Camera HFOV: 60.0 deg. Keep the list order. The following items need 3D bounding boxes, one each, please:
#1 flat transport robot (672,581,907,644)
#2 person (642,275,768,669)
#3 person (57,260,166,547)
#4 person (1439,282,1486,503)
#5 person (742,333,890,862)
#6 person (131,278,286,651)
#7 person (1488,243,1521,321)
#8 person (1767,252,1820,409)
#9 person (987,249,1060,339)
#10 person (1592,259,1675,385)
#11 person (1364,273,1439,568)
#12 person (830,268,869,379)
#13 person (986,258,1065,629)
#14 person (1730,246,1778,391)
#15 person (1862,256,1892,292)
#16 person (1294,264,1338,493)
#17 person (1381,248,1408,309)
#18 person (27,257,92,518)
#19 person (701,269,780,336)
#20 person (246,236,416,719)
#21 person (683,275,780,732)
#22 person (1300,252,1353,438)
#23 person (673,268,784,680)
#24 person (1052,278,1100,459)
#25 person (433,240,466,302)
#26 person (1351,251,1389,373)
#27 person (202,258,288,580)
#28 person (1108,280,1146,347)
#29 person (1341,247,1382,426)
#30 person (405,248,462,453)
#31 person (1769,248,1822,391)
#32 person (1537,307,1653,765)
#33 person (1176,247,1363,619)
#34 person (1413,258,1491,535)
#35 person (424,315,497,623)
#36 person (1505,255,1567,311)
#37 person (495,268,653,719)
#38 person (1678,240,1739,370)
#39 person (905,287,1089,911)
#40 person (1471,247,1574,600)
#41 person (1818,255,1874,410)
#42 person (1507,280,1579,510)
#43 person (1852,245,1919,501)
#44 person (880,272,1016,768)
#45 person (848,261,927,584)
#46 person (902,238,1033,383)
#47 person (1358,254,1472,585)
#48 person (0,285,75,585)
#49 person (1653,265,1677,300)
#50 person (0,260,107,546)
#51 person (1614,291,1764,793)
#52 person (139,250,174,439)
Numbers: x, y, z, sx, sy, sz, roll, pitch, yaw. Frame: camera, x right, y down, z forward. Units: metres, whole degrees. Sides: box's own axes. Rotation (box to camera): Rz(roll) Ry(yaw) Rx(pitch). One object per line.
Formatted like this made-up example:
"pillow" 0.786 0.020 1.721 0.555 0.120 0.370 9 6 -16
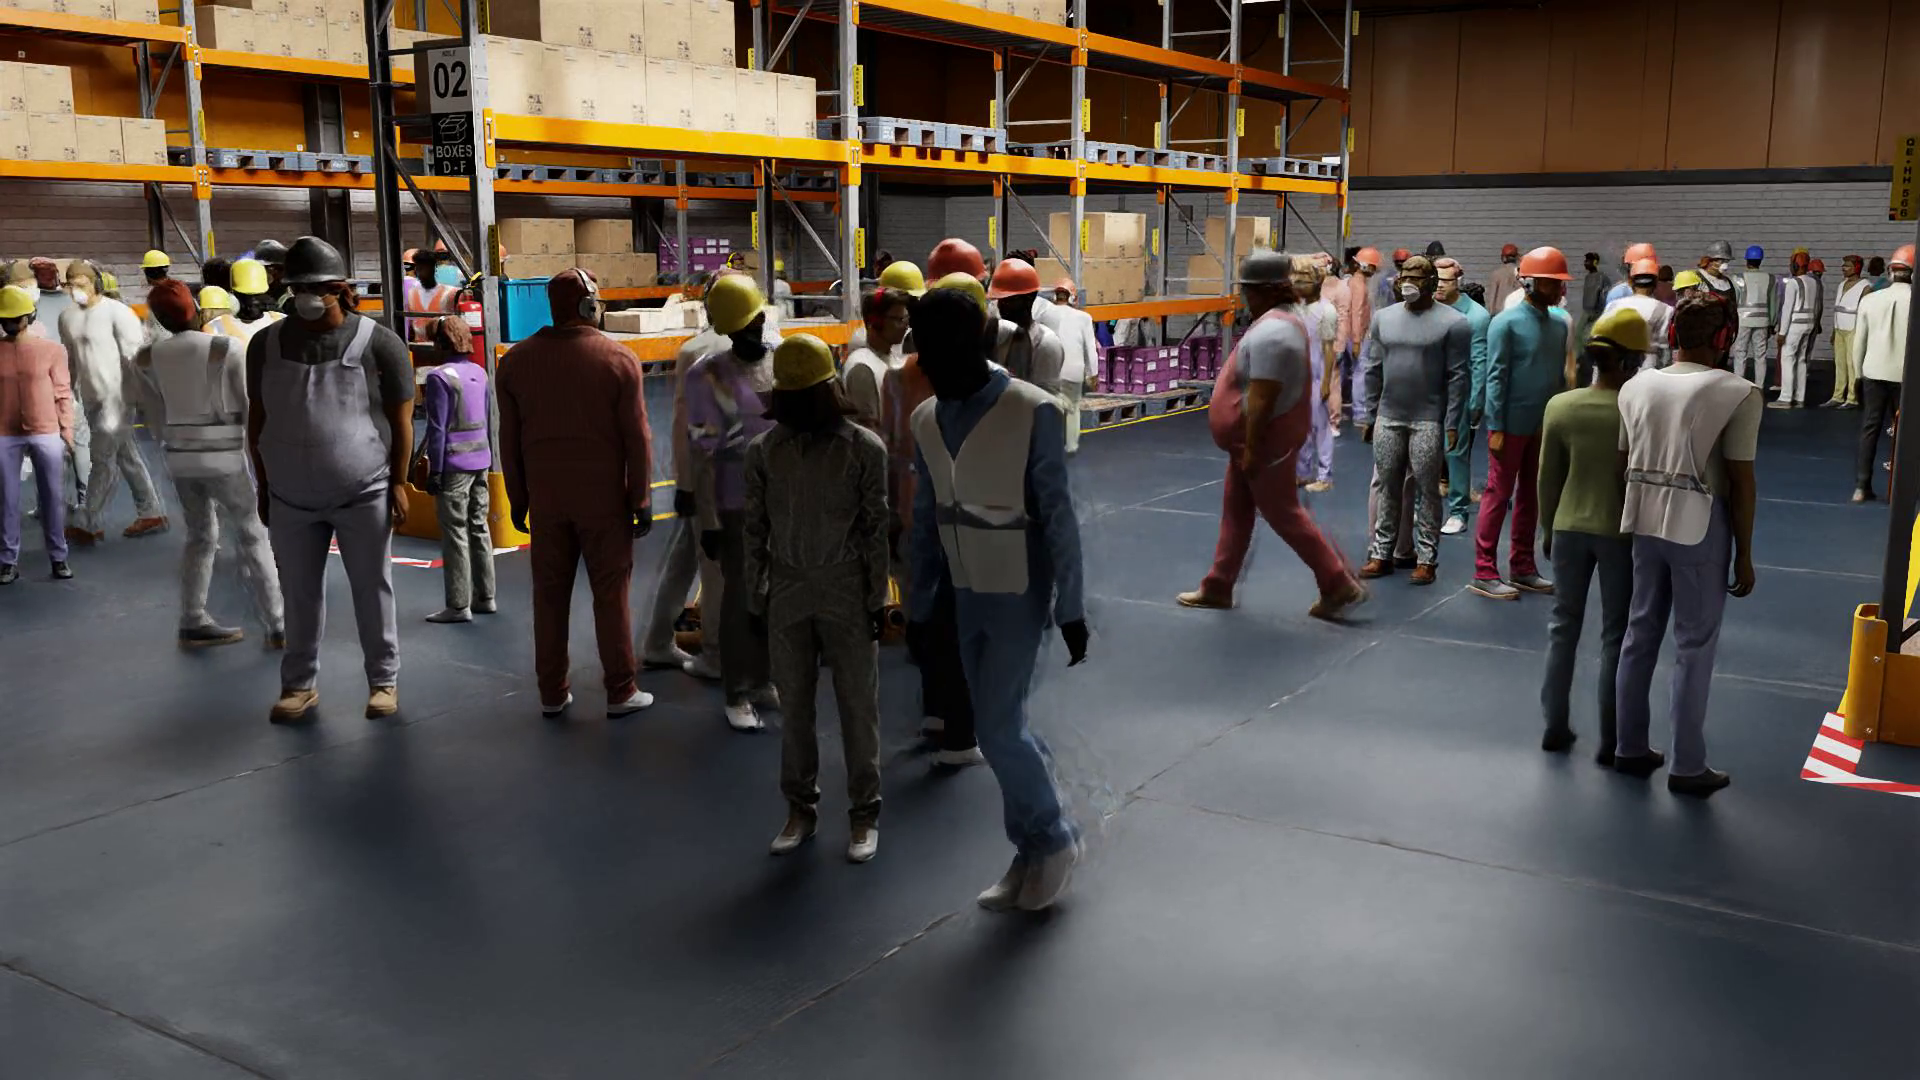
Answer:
"flat transport robot" -0.771 0.355 8.568 1.431 0.197 0.652 -1 10 -4
"person" -1.083 -0.322 7.909 1.027 1.859 0.604 -5 12 -28
"person" -5.749 -0.902 11.051 0.666 1.882 0.993 5 11 24
"person" 3.905 -1.135 12.872 0.320 1.697 0.532 -2 10 -13
"person" -0.474 0.192 5.435 0.491 1.729 0.324 2 10 9
"person" -3.673 -0.356 8.162 0.653 1.847 0.371 1 10 5
"person" 7.970 -3.315 24.183 0.597 1.971 0.498 0 10 1
"person" 10.073 -2.516 20.032 0.588 1.877 0.360 -7 12 -33
"person" 0.447 -1.139 12.189 0.598 1.958 0.373 7 12 33
"person" 5.372 -1.288 13.245 0.558 1.861 0.981 10 14 43
"person" 2.727 -0.749 10.313 0.388 1.848 0.564 -4 11 -19
"person" -1.132 -2.192 18.152 0.599 1.909 0.402 -5 11 -24
"person" 0.298 -0.482 8.620 0.387 1.929 0.544 -6 12 -31
"person" 9.967 -2.726 20.988 0.605 1.949 0.402 1 10 4
"person" 12.532 -2.996 22.919 0.514 1.813 0.932 6 12 29
"person" 2.830 -1.299 13.412 0.349 1.837 0.502 -5 11 -26
"person" 6.475 -3.325 24.456 0.584 1.904 0.856 3 11 16
"person" -6.650 -1.112 12.191 0.404 1.900 0.639 7 12 32
"person" -1.355 -0.759 10.380 0.517 1.842 0.325 -4 11 -21
"person" -2.656 -0.248 7.004 0.683 2.000 0.536 -1 10 -4
"person" -0.878 -0.158 6.947 0.442 1.883 0.638 9 14 41
"person" 3.690 -1.984 17.040 0.399 1.900 0.635 -8 13 -39
"person" -1.057 -0.302 7.717 0.654 1.899 0.398 -9 14 -42
"person" 0.950 -1.523 15.066 0.622 1.687 0.886 1 10 5
"person" -6.350 -2.709 20.634 0.615 2.042 0.374 -3 11 -18
"person" 6.177 -3.437 25.191 0.975 1.852 0.654 -1 10 -5
"person" -4.188 -0.718 9.963 0.593 1.915 0.404 -8 13 -39
"person" 2.242 -2.970 22.638 0.630 1.843 0.429 -10 14 -43
"person" 4.365 -2.242 18.315 0.501 1.967 0.703 1 10 4
"person" -4.992 -1.814 15.945 0.646 1.943 0.588 2 10 12
"person" 11.177 -2.941 22.281 0.586 1.921 0.385 1 10 6
"person" 2.515 -0.017 6.490 0.325 1.767 0.532 -9 14 -41
"person" 1.698 -0.591 8.905 0.989 2.000 0.689 3 11 16
"person" 3.318 -0.987 11.509 0.398 1.898 0.646 -9 14 -42
"person" -2.660 -0.379 8.869 0.313 1.630 0.528 3 11 14
"person" 4.911 -1.511 14.403 0.644 1.900 0.399 -5 11 -24
"person" -1.607 -0.190 7.064 0.645 1.903 0.400 1 10 7
"person" 7.710 -2.065 17.075 0.681 2.000 0.535 -5 11 -26
"person" 0.108 0.181 5.039 0.443 1.882 0.641 -9 13 -40
"person" 3.212 -0.651 9.408 0.619 1.988 0.412 -6 12 -31
"person" 10.640 -2.475 19.881 0.381 1.845 0.570 -1 10 -6
"person" 4.353 -1.090 12.324 0.761 1.804 0.591 -1 10 -6
"person" 7.261 -1.285 12.906 0.406 1.992 0.621 -9 13 -40
"person" -0.002 -0.083 6.497 0.616 1.903 0.580 6 12 30
"person" -0.348 -0.538 8.985 0.417 1.914 0.599 9 14 42
"person" 0.017 -0.294 7.299 0.619 2.029 0.410 4 11 20
"person" 2.673 -0.708 9.833 0.627 1.940 0.371 8 13 37
"person" -5.527 -0.620 9.850 0.526 1.761 0.337 -6 12 -29
"person" 10.860 -3.418 25.692 0.500 1.636 0.283 10 14 43
"person" -6.089 -0.857 10.776 0.645 1.899 0.861 7 13 35
"person" 2.651 0.012 6.140 0.393 1.836 0.560 -6 12 -30
"person" -8.098 -1.980 16.956 0.393 1.921 0.591 -2 10 -10
